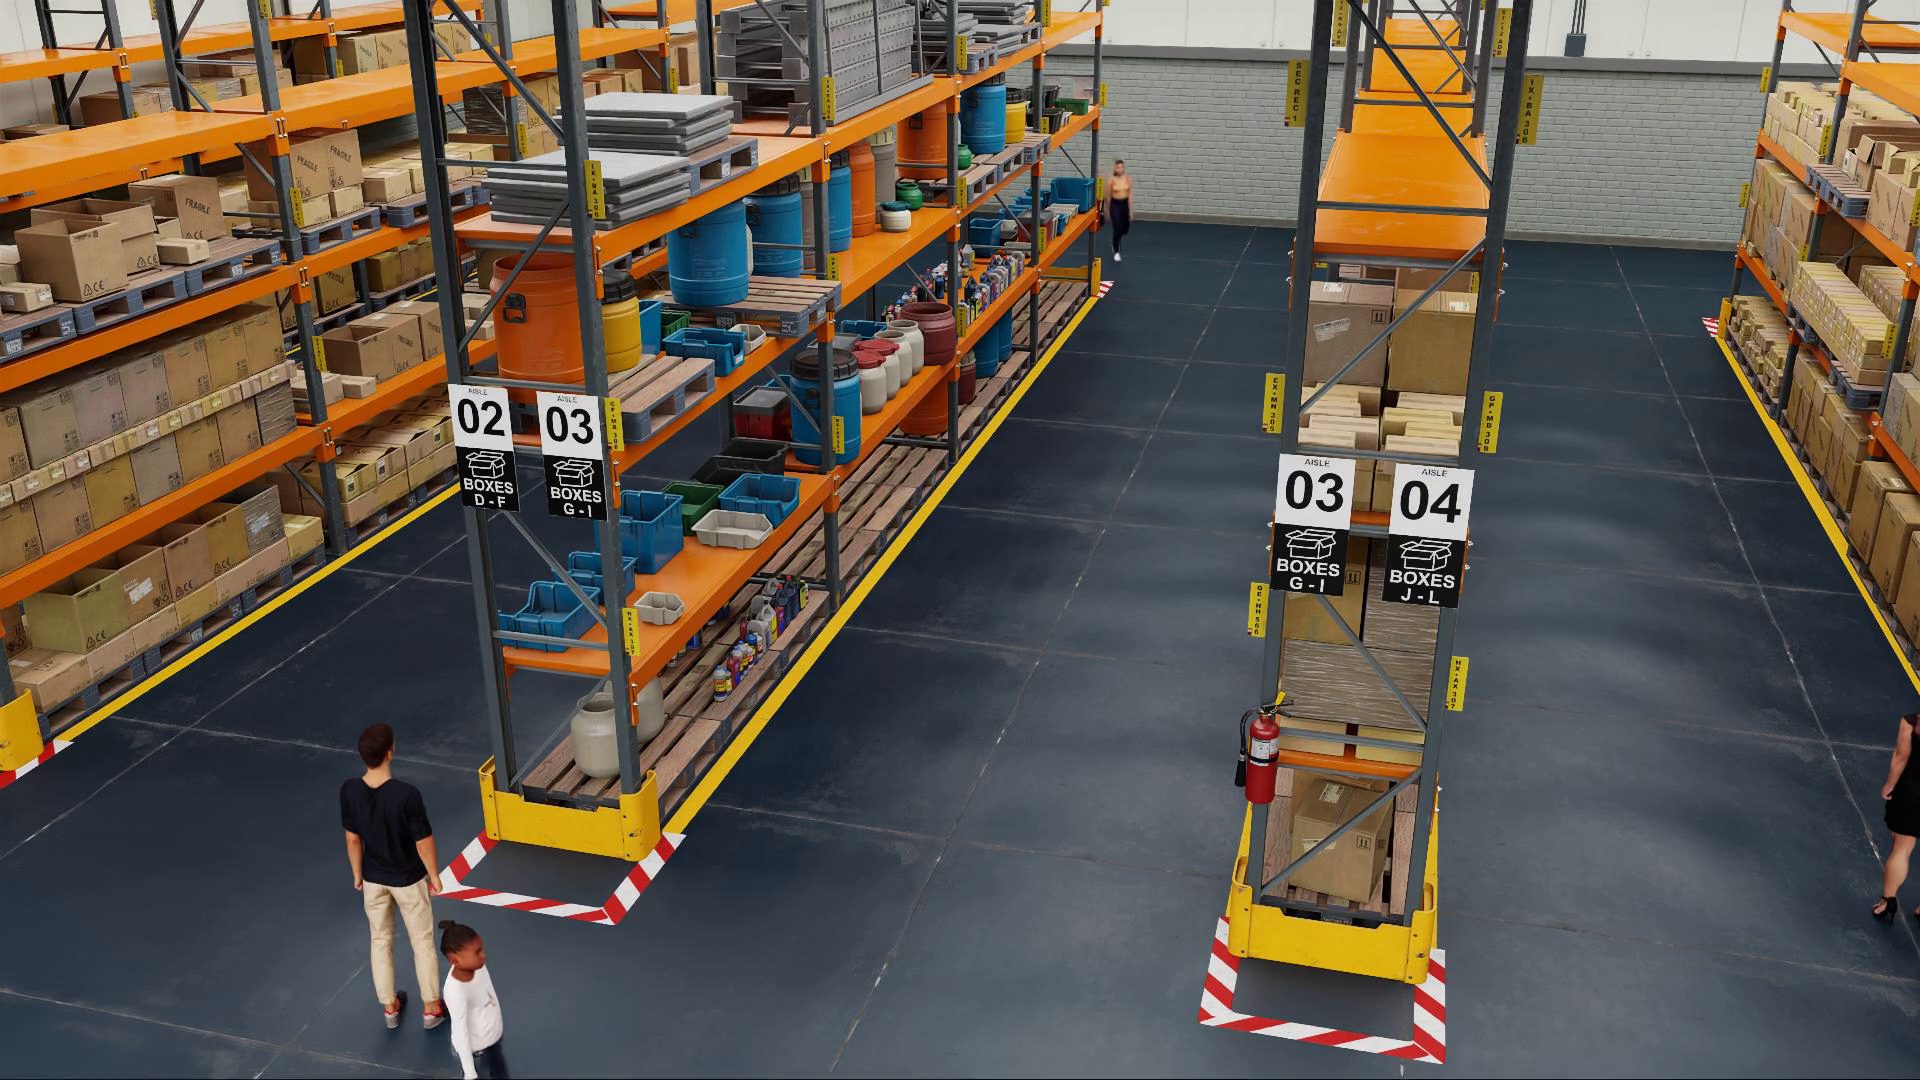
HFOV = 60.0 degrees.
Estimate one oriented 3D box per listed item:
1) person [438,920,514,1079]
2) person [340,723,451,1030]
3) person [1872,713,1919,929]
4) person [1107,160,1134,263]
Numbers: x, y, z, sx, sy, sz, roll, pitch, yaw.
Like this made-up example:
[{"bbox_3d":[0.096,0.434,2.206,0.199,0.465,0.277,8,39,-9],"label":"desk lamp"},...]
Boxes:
[{"bbox_3d":[-2.431,2.482,8.164,0.711,1.439,0.894,1,22,3],"label":"person"},{"bbox_3d":[-3.113,1.854,9.149,0.683,1.857,0.583,2,22,5],"label":"person"},{"bbox_3d":[5.848,1.562,10.047,0.626,1.717,0.578,6,23,14],"label":"person"},{"bbox_3d":[2.585,-5.404,27.209,0.789,1.617,0.914,-4,23,-11],"label":"person"}]
